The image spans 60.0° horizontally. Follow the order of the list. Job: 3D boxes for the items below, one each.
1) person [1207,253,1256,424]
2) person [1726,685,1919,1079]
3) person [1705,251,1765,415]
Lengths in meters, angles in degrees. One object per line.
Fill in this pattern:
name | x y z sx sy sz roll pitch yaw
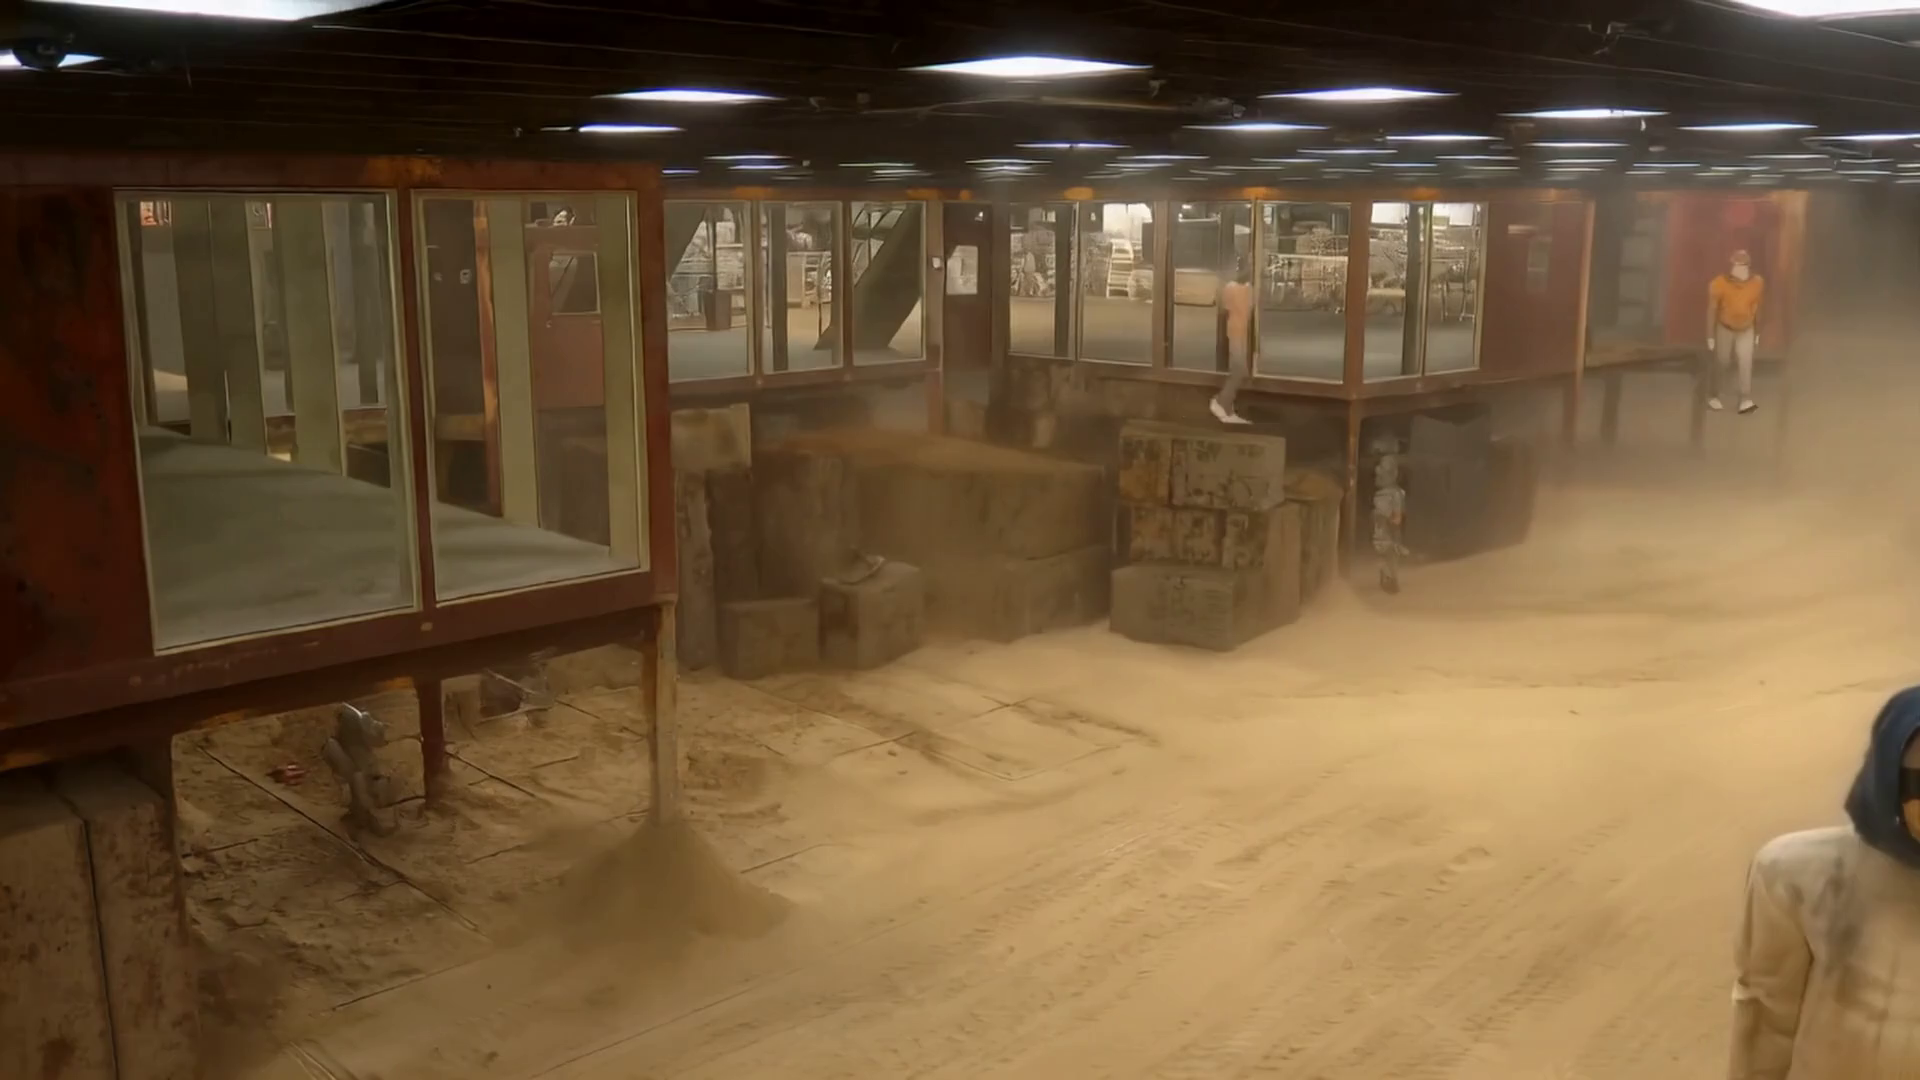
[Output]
person | 2.991 -2.165 17.961 0.394 1.855 0.537 7 13 31
person | 1.466 1.005 2.618 0.501 1.633 0.283 5 12 24
person | 8.831 -2.364 18.965 0.660 1.840 1.042 1 11 5
